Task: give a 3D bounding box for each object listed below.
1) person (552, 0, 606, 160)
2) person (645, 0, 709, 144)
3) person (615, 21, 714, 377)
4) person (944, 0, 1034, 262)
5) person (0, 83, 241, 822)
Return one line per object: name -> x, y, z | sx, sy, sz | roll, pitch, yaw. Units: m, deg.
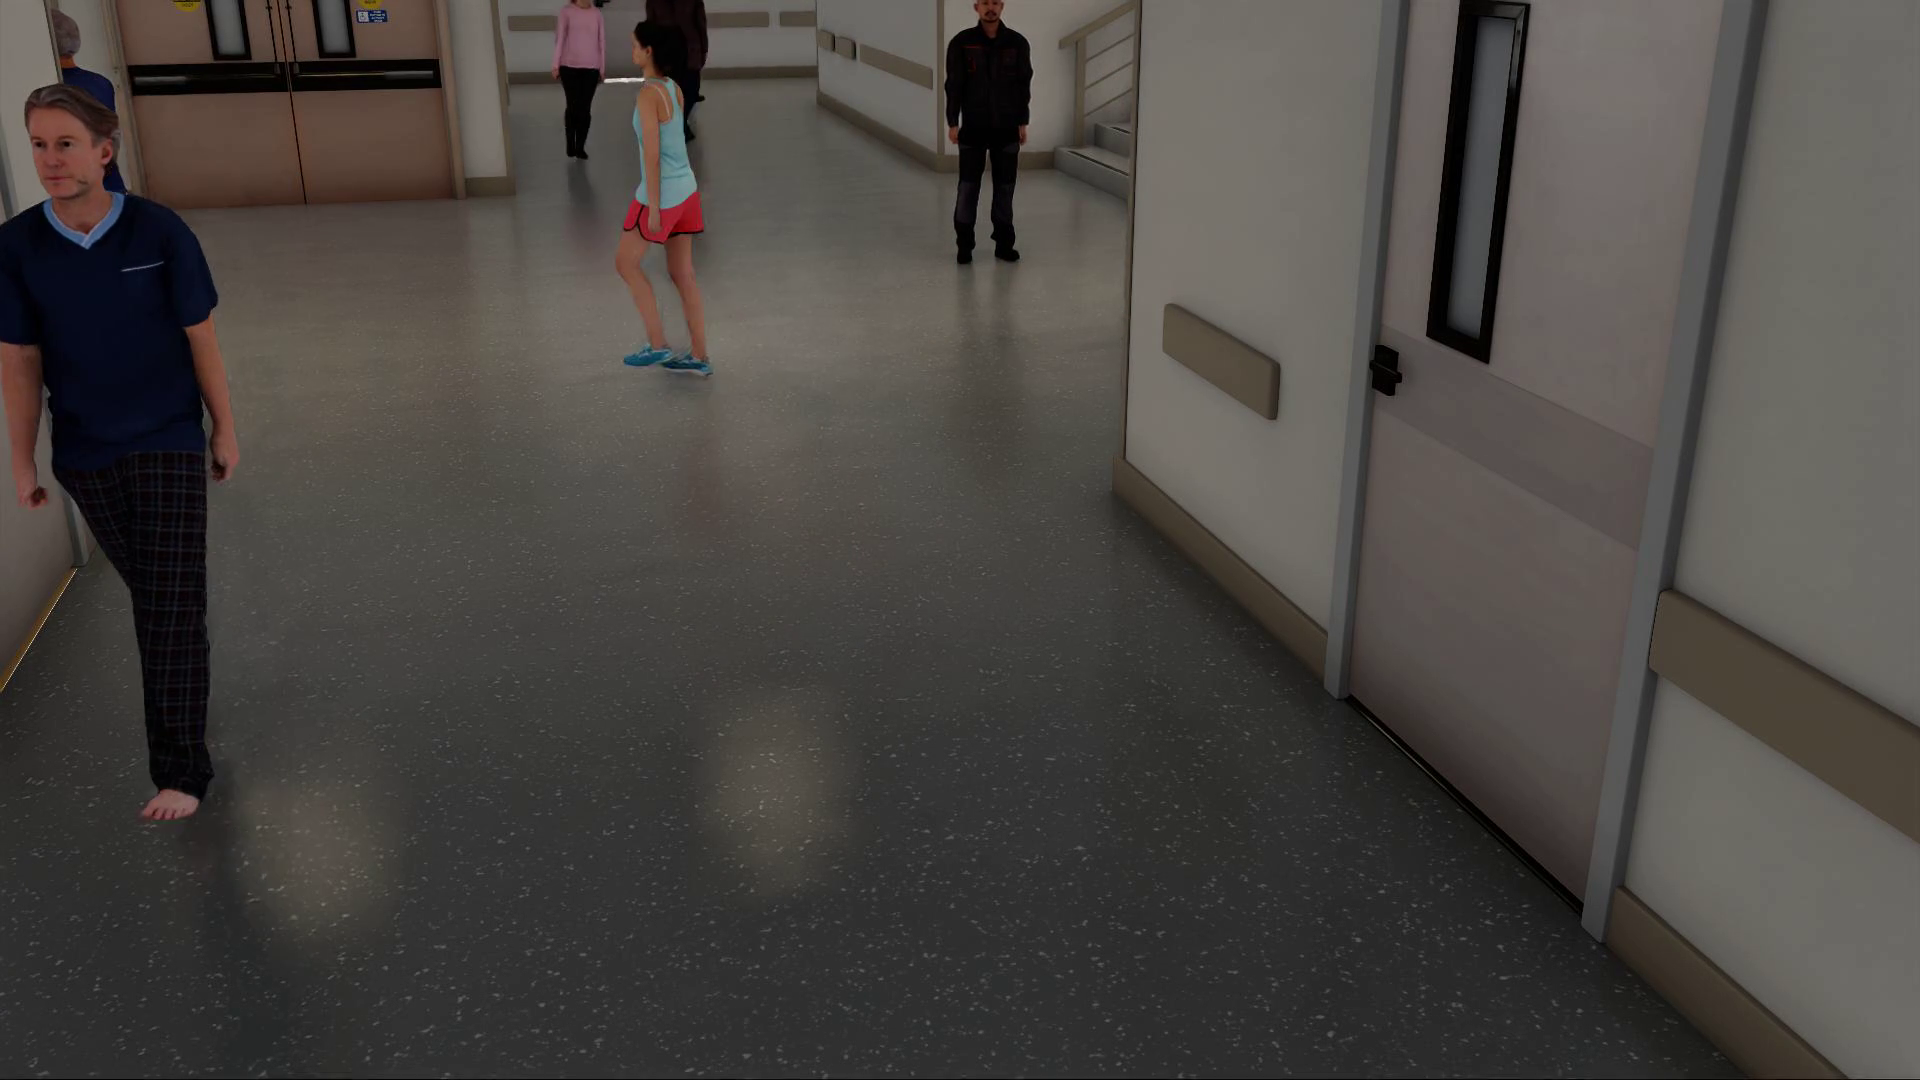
person -> -3.650, -4.493, 15.896 | 0.606, 1.660, 0.783 | -9, 22, -21
person -> -2.805, -4.847, 16.596 | 1.155, 1.825, 1.092 | 3, 21, 9
person -> -1.389, -1.666, 8.306 | 0.843, 1.749, 0.782 | 6, 22, 15
person -> 0.188, -2.832, 11.225 | 0.561, 1.862, 0.837 | -4, 21, -10
person -> -2.199, -0.242, 4.453 | 1.156, 1.816, 0.791 | -4, 21, -10
